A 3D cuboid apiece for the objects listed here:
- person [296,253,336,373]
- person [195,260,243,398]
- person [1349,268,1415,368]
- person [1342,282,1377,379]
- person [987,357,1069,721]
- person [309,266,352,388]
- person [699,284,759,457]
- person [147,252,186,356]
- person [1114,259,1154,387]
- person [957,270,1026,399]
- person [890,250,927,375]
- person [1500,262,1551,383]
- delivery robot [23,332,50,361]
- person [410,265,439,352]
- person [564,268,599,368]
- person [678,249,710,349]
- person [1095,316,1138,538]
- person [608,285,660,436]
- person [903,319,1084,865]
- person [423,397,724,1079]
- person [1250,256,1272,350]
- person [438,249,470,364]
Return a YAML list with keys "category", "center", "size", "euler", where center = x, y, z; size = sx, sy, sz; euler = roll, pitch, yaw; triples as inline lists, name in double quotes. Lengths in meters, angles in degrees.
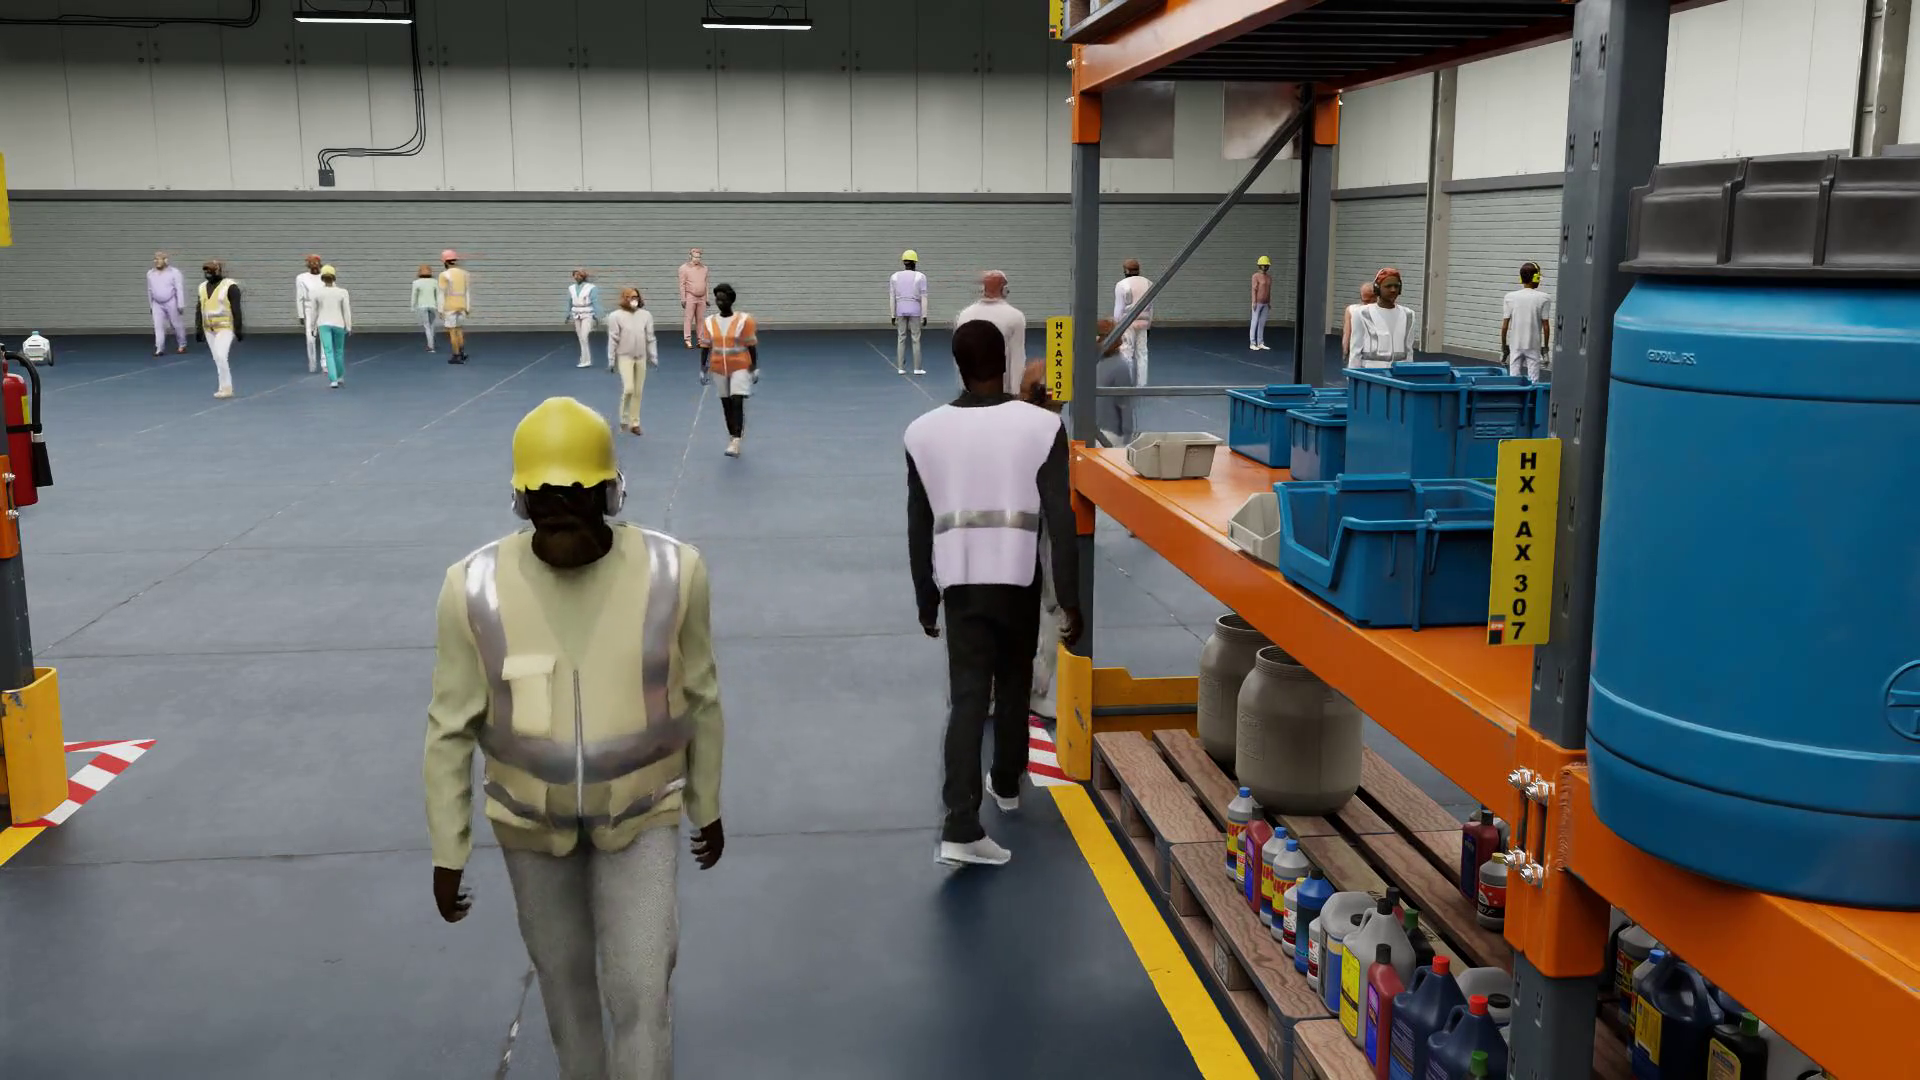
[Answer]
- category: "person"
  center: [-10.036, -3.537, 26.040]
  size: [0.590, 1.870, 0.463]
  euler: [-5, 12, -27]
- category: "person"
  center: [-9.844, -2.766, 21.934]
  size: [0.650, 1.819, 0.638]
  euler: [4, 11, 20]
- category: "person"
  center: [3.417, -1.251, 13.464]
  size: [0.573, 1.883, 0.355]
  euler: [-3, 11, -16]
- category: "person"
  center: [4.615, -2.120, 18.950]
  size: [0.537, 1.616, 0.627]
  euler: [1, 10, 8]
- category: "person"
  center: [0.314, 0.012, 7.254]
  size: [0.485, 1.616, 0.589]
  euler: [-3, 11, -14]
- category: "person"
  center: [-8.974, -3.039, 23.697]
  size: [0.543, 1.711, 0.895]
  euler: [-5, 12, -27]
- category: "person"
  center: [-2.257, -1.634, 16.112]
  size: [0.563, 1.667, 0.764]
  euler: [2, 11, 12]
- category: "person"
  center: [-14.353, -4.278, 30.099]
  size: [0.650, 1.868, 0.944]
  euler: [0, 10, -2]
- category: "person"
  center: [2.304, -2.849, 22.358]
  size: [0.621, 1.838, 0.429]
  euler: [-6, 12, -31]
- category: "person"
  center: [0.257, -1.309, 13.847]
  size: [0.652, 1.863, 0.993]
  euler: [5, 12, 26]
- category: "person"
  center: [-0.790, -3.521, 25.793]
  size: [0.590, 1.923, 0.383]
  euler: [3, 11, 14]
- category: "person"
  center: [5.986, -2.001, 17.626]
  size: [0.514, 1.866, 0.332]
  euler: [6, 12, 31]
- category: "delivery robot"
  center: [-15.341, -3.216, 27.622]
  size: [0.477, 0.478, 0.707]
  euler: [-5, 11, -24]
- category: "person"
  center: [-9.970, -4.309, 30.984]
  size: [0.520, 1.596, 0.788]
  euler: [-8, 13, -36]
- category: "person"
  center: [-6.190, -3.594, 27.045]
  size: [0.548, 1.613, 0.687]
  euler: [4, 11, 23]
- category: "person"
  center: [-5.061, -4.611, 31.835]
  size: [0.639, 1.903, 0.409]
  euler: [-9, 14, -40]
- category: "person"
  center: [1.044, -0.763, 11.568]
  size: [0.837, 1.591, 0.498]
  euler: [-5, 11, -25]
- category: "person"
  center: [-3.497, -1.918, 17.838]
  size: [0.514, 1.616, 0.431]
  euler: [-9, 13, -39]
- category: "person"
  center: [0.115, 0.162, 5.840]
  size: [0.644, 1.851, 0.974]
  euler: [1, 10, 7]
- category: "person"
  center: [-0.808, 0.606, 3.507]
  size: [0.618, 1.795, 0.855]
  euler: [-1, 10, -8]
- category: "person"
  center: [5.715, -4.480, 31.481]
  size: [0.523, 1.769, 0.324]
  euler: [-9, 13, -39]
- category: "person"
  center: [-8.530, -3.912, 27.963]
  size: [0.440, 1.917, 0.559]
  euler: [7, 13, 35]
